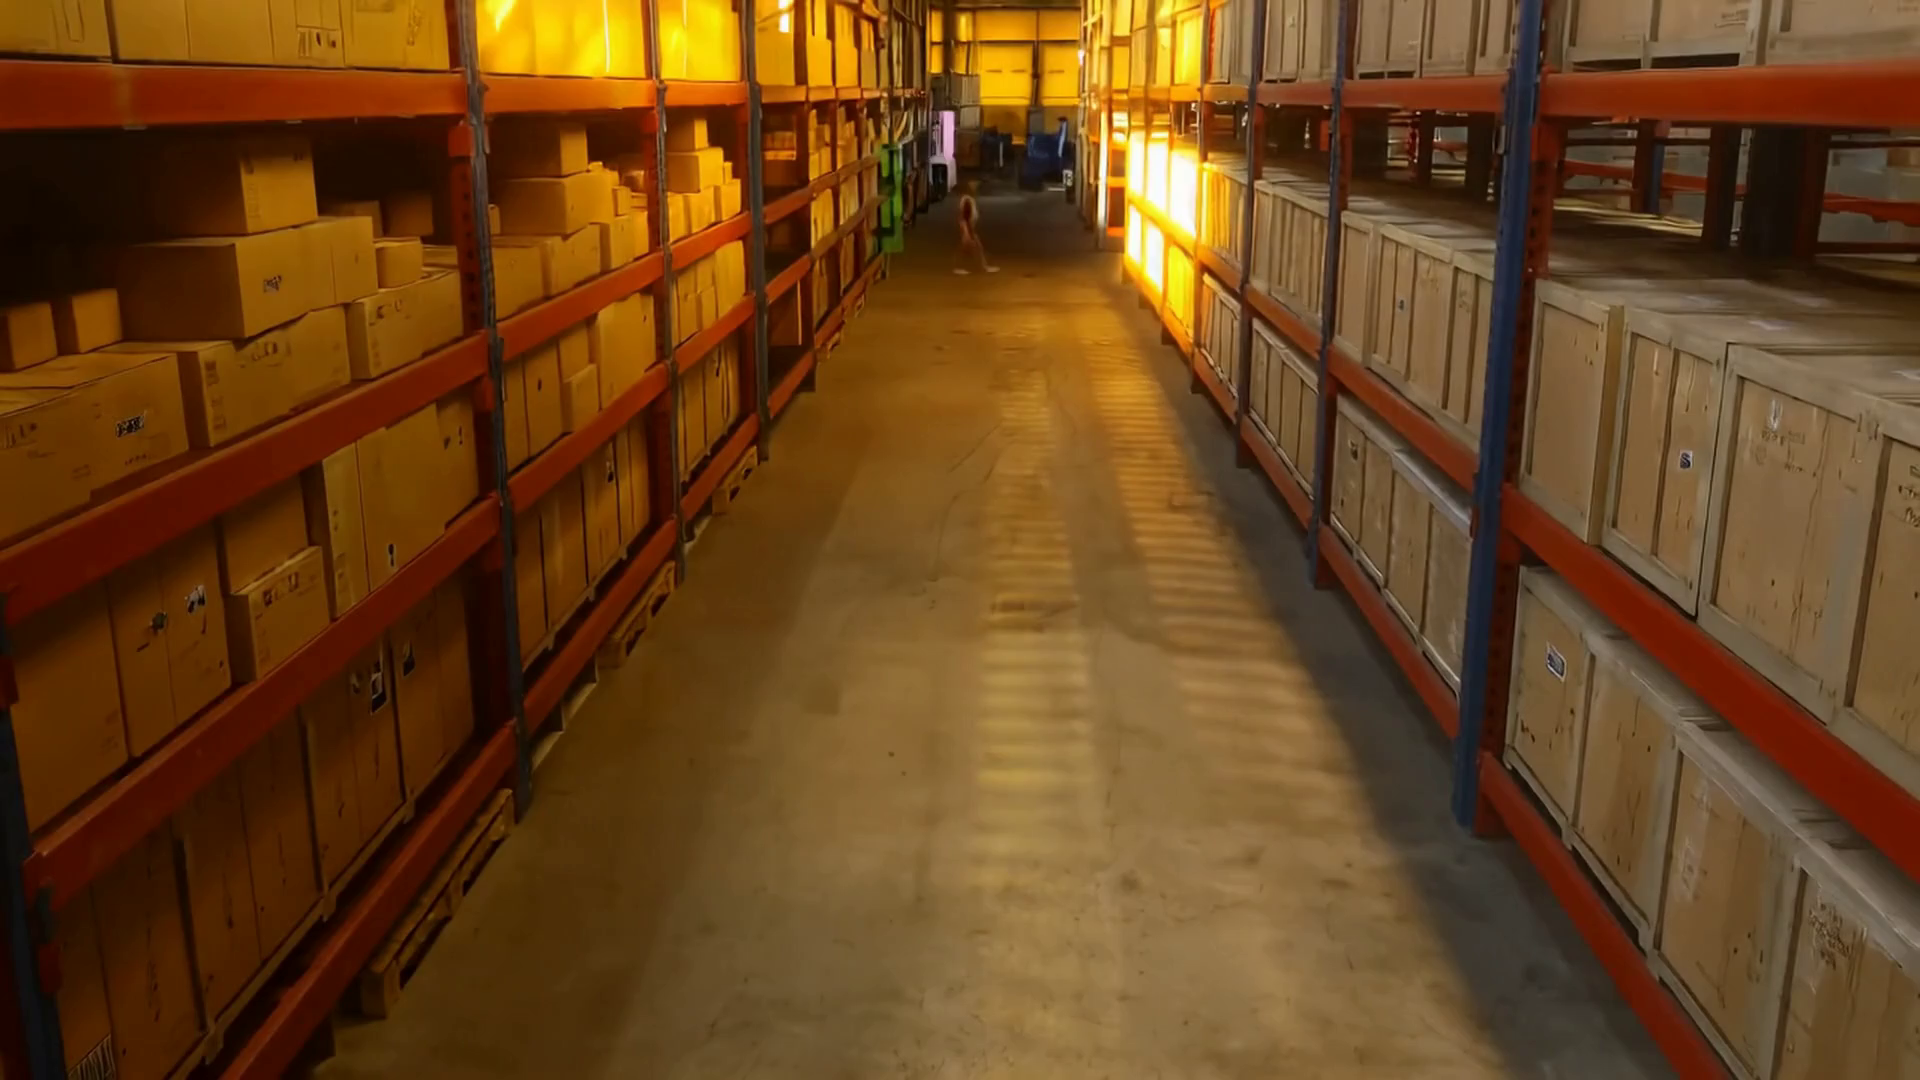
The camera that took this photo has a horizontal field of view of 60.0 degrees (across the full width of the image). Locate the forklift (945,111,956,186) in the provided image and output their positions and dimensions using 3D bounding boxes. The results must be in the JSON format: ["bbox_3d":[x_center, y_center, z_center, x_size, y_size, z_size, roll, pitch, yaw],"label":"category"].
[{"bbox_3d":[-0.394,-14.658,62.330,1.873,2.768,1.129,0,15,1],"label":"forklift"}]

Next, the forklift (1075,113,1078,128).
[{"bbox_3d":[5.700,-18.391,76.217,1.129,2.768,1.873,-1,15,-4],"label":"forklift"}]

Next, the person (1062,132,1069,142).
[{"bbox_3d":[5.099,-18.445,78.717,0.783,1.664,0.553,7,17,26],"label":"person"}]

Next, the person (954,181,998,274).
[{"bbox_3d":[0.302,-6.098,32.513,0.927,1.799,0.598,1,15,5],"label":"person"}]

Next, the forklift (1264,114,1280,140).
[{"bbox_3d":[11.020,-13.935,59.639,1.129,2.768,1.873,0,15,2],"label":"forklift"}]

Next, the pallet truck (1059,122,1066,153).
[{"bbox_3d":[5.788,-21.111,88.014,1.885,1.965,0.823,5,16,18],"label":"pallet truck"}]

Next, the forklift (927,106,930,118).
[{"bbox_3d":[-1.931,-21.332,87.160,1.129,2.768,1.873,0,15,2],"label":"forklift"}]
